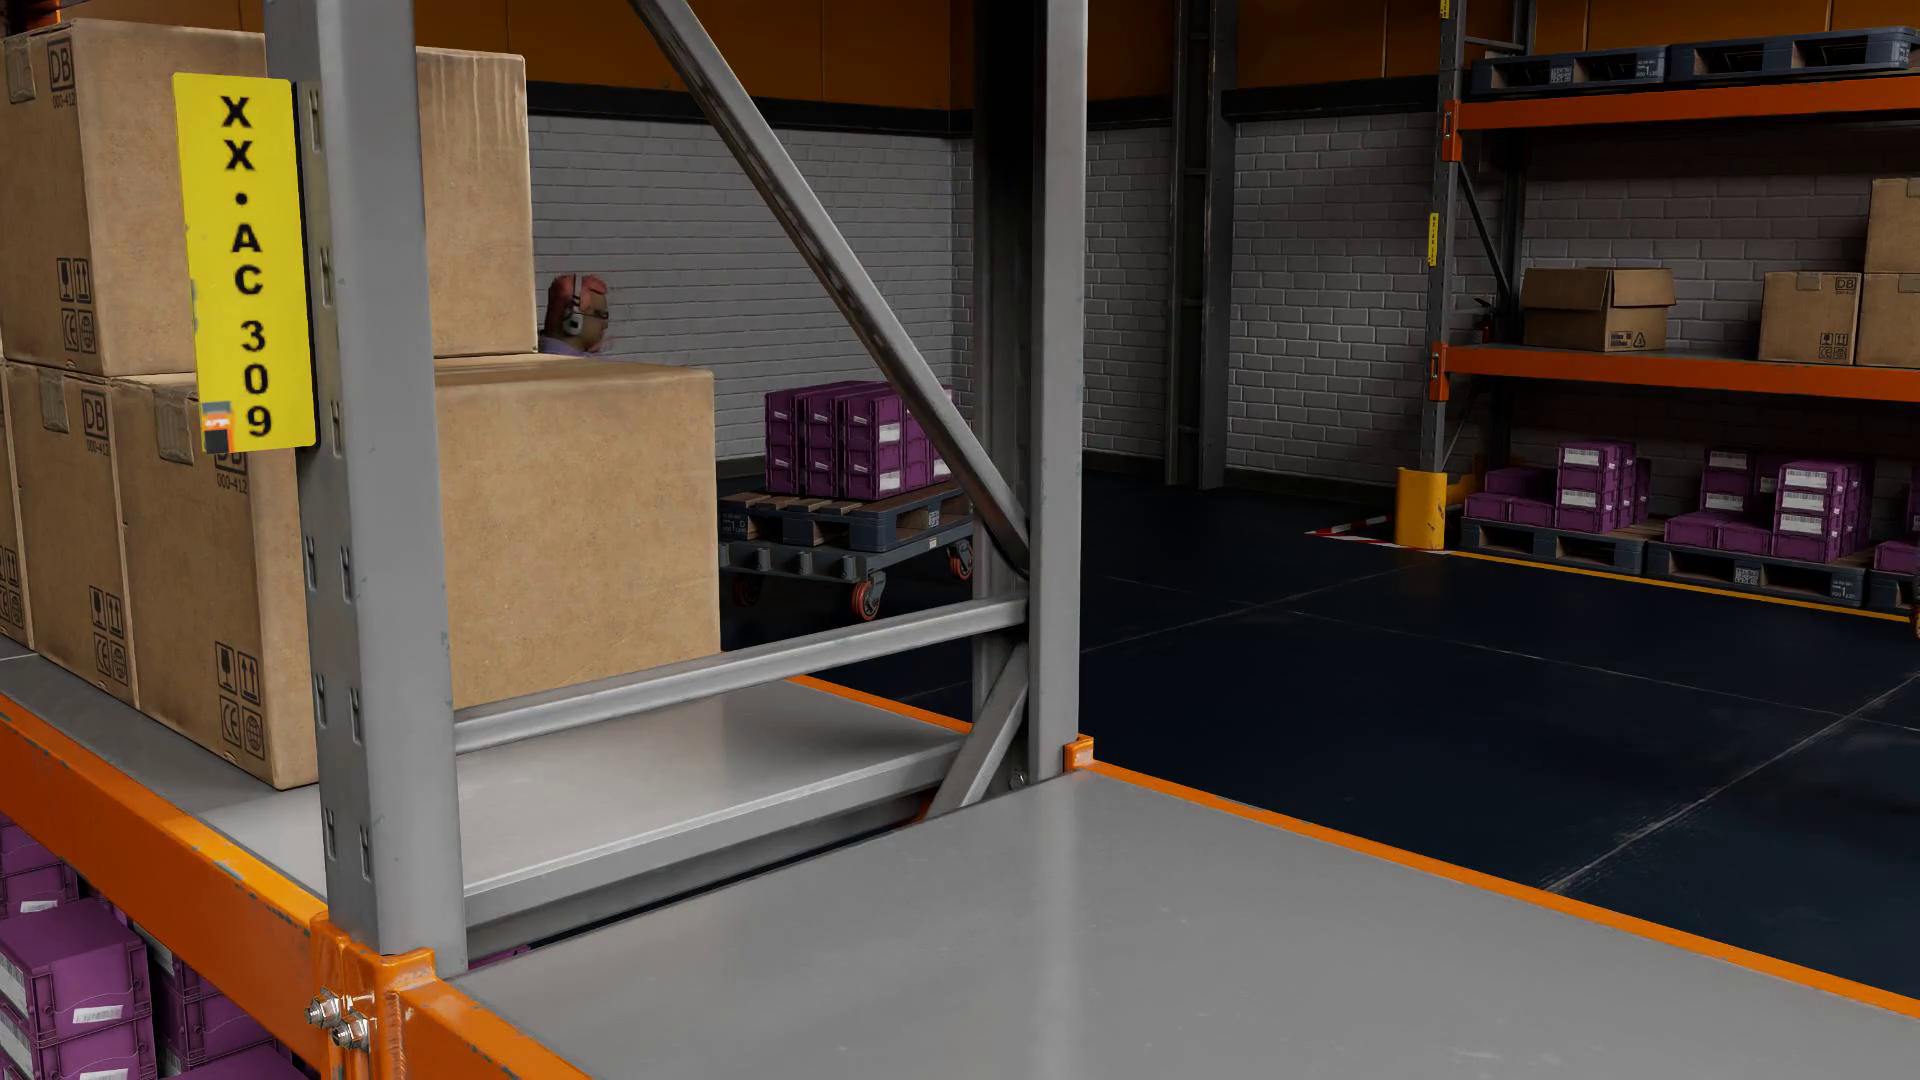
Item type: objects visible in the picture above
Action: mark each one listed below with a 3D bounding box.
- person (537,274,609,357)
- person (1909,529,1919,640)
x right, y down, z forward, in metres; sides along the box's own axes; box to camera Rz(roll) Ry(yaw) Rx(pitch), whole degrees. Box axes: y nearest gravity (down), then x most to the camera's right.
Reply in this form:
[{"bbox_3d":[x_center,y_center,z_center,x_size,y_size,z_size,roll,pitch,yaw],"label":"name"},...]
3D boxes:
[{"bbox_3d":[-1.489,-0.064,6.364,0.889,1.871,0.720,-5,11,-23],"label":"person"},{"bbox_3d":[3.301,0.143,5.185,0.575,1.879,0.996,7,13,34],"label":"person"}]
